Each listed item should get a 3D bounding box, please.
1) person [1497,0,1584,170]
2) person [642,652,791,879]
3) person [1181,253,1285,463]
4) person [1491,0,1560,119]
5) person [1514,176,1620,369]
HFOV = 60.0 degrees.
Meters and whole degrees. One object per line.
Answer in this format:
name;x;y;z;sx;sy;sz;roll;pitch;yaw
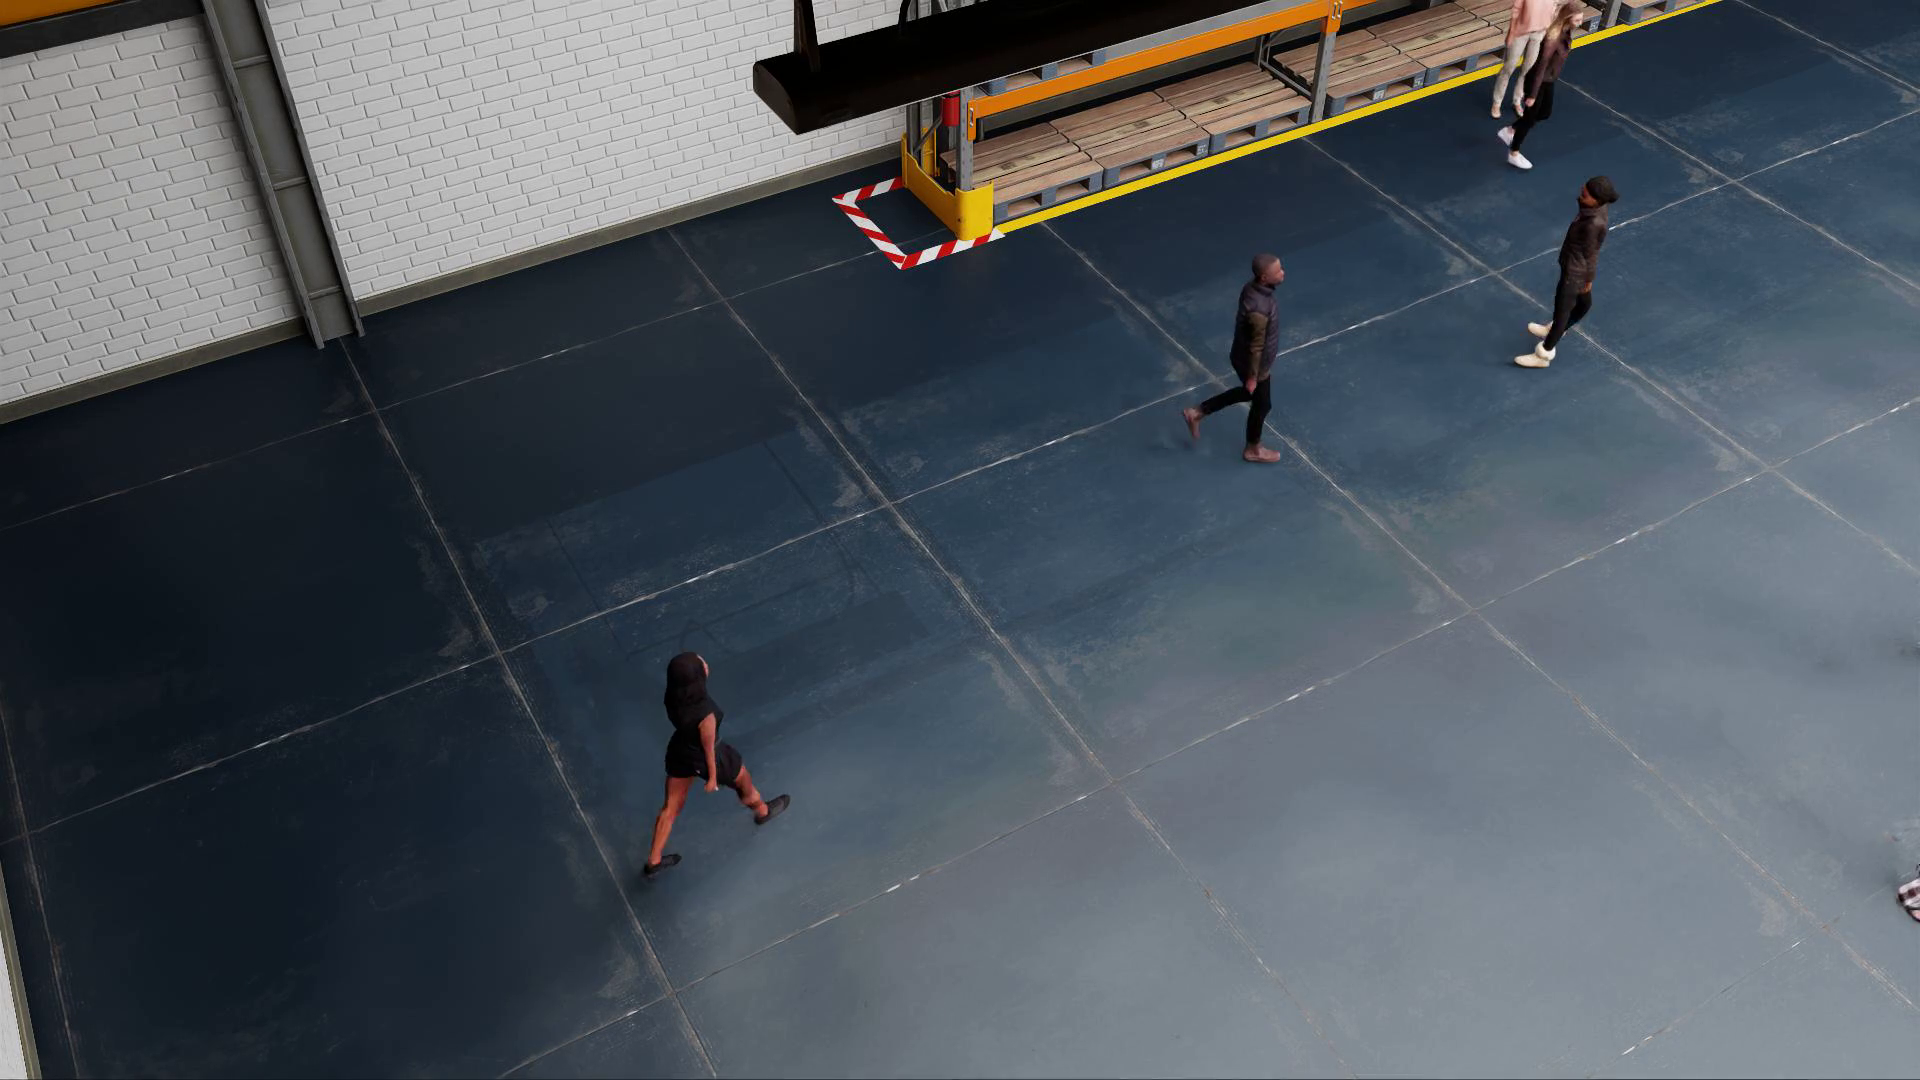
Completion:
person;5.267;-4.215;15.284;0.844;1.676;0.818;28;50;27
person;-1.561;1.303;9.483;1.282;1.688;0.807;-33;53;-30
person;2.063;-1.315;12.136;1.155;1.819;1.063;7;44;7
person;5.459;-4.885;15.952;0.612;1.725;0.739;-2;44;-2
person;4.724;-2.141;13.118;0.813;1.661;0.873;-15;46;-16
